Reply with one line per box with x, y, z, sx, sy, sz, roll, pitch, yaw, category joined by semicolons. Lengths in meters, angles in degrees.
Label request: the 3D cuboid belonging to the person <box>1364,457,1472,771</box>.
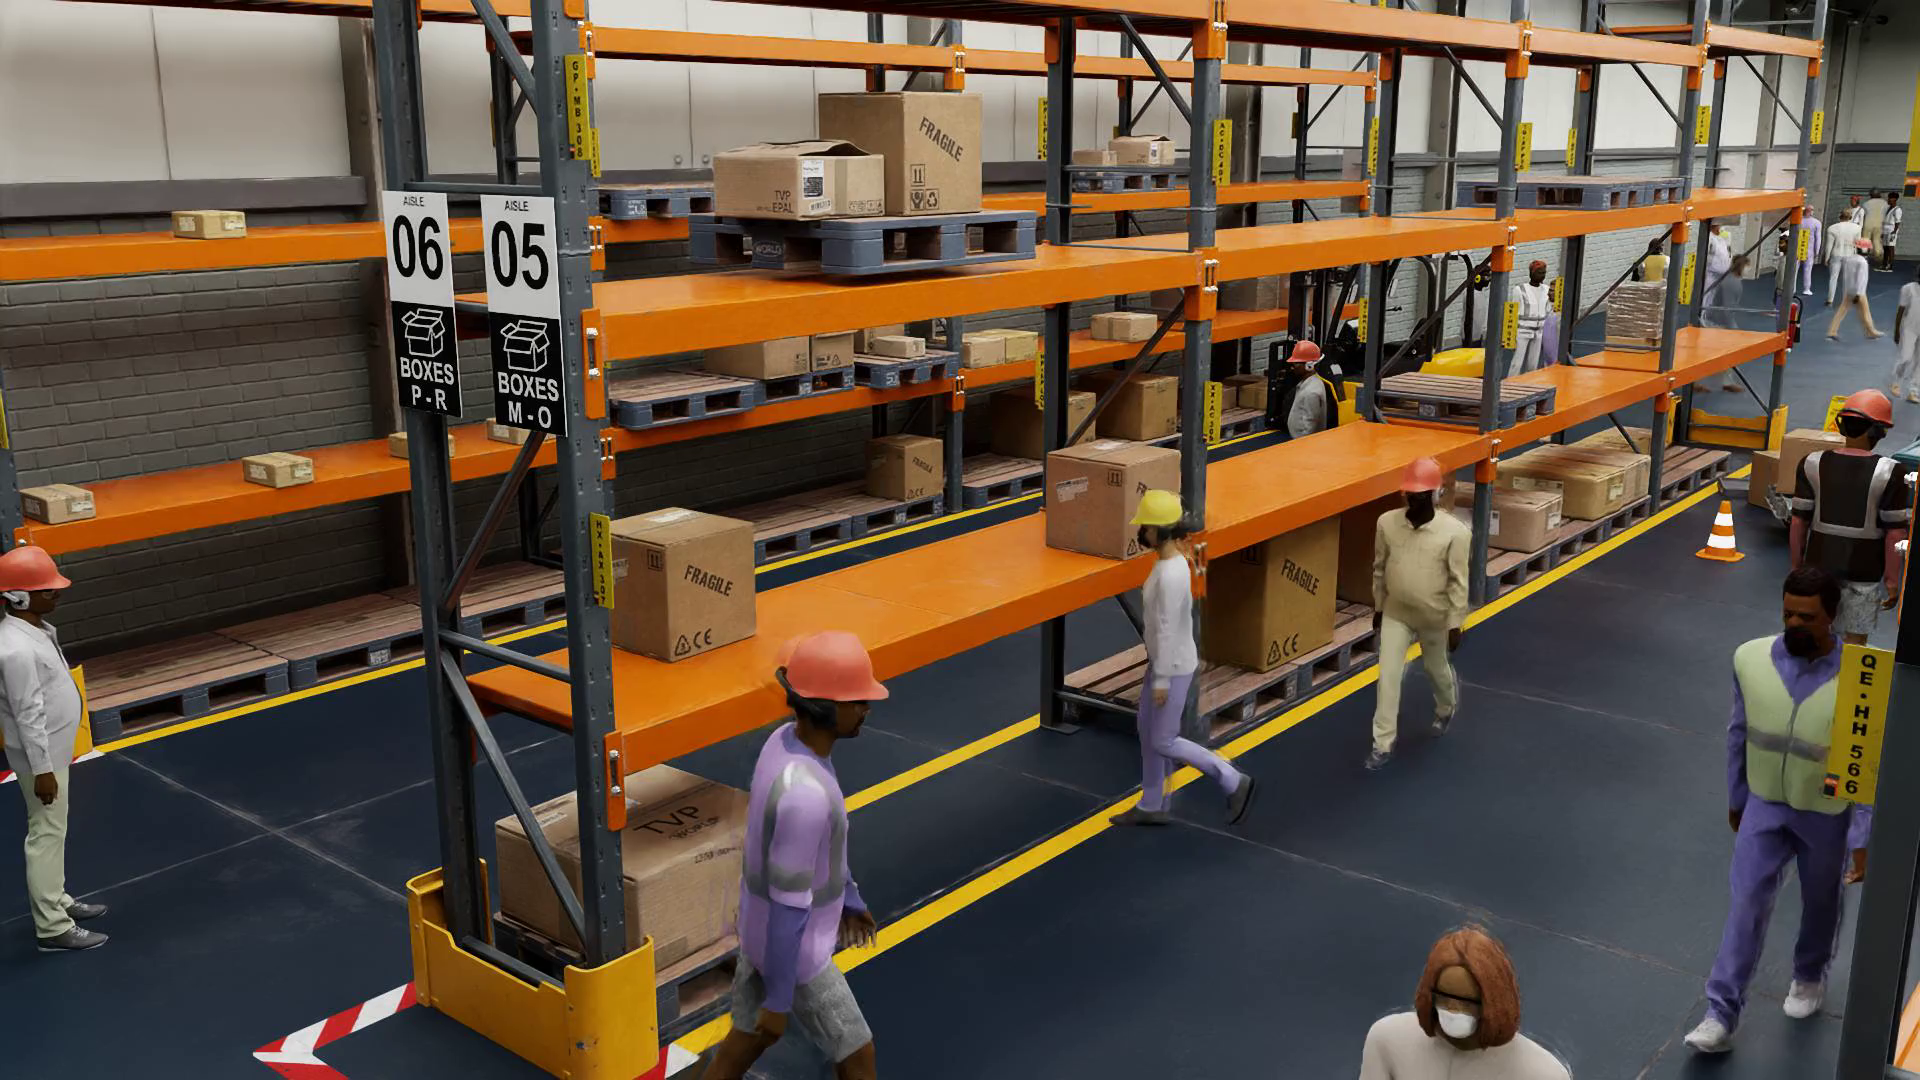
2.569;0.363;9.268;0.572;1.717;0.912;10;17;35;person

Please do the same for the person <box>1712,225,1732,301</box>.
14.965;-5.511;32.929;0.450;1.831;0.602;-7;15;-26;person

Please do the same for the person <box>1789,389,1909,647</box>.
5.019;0.161;9.430;0.392;2.033;0.605;-13;19;-42;person

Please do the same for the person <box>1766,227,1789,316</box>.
15.542;-5.172;31.455;0.349;1.881;0.577;11;17;37;person

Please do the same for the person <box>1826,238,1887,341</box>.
14.984;-4.157;27.687;0.925;1.700;0.567;1;14;2;person

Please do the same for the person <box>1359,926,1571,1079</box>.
1.173;1.704;4.056;0.507;1.589;0.815;10;17;35;person

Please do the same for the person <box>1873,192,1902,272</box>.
23.200;-7.684;41.505;0.367;1.967;0.603;1;14;4;person

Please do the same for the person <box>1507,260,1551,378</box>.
7.129;-2.560;20.837;0.577;1.876;0.346;-5;15;-19;person

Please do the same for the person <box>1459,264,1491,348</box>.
6.318;-2.460;20.471;0.327;1.861;0.507;9;17;33;person

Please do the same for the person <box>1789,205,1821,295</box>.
18.081;-6.213;35.644;0.652;1.906;0.402;11;18;38;person

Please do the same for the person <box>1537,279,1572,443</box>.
6.662;-2.006;18.641;0.346;1.846;0.506;-1;14;-2;person

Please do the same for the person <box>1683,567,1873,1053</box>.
3.150;1.019;6.281;0.614;1.866;0.991;13;19;42;person

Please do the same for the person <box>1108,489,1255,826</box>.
1.098;0.610;8.180;0.629;1.744;0.542;1;14;2;person

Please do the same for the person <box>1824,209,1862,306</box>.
17.602;-5.635;33.222;0.627;1.941;0.370;4;14;17;person

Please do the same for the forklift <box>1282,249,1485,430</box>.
4.886;-2.214;18.767;2.313;2.155;1.214;11;18;38;forklift

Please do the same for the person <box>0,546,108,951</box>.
-3.883;0.878;7.086;0.336;1.749;0.575;-7;15;-25;person

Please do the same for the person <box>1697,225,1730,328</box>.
13.297;-4.738;29.361;0.536;2.000;0.676;13;19;42;person

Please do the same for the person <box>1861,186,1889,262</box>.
24.114;-8.334;44.000;0.699;2.000;0.580;2;14;10;person

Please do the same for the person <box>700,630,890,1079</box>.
-0.471;1.234;5.182;1.060;1.981;0.610;-3;14;-14;person

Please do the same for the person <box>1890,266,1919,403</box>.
12.336;-2.681;21.411;0.521;1.831;0.417;3;14;11;person

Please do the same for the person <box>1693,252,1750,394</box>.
10.094;-2.842;21.938;0.853;1.888;0.648;9;16;32;person

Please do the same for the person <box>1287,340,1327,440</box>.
2.885;-0.803;13.954;0.354;1.744;0.565;2;14;10;person

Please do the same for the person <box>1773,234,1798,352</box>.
13.037;-3.899;26.331;0.329;1.861;0.506;0;14;1;person

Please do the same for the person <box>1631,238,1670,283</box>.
10.658;-3.729;25.662;0.633;1.841;0.429;4;14;17;person

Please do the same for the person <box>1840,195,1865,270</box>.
22.383;-7.705;41.759;0.356;1.886;0.574;-3;14;-13;person
